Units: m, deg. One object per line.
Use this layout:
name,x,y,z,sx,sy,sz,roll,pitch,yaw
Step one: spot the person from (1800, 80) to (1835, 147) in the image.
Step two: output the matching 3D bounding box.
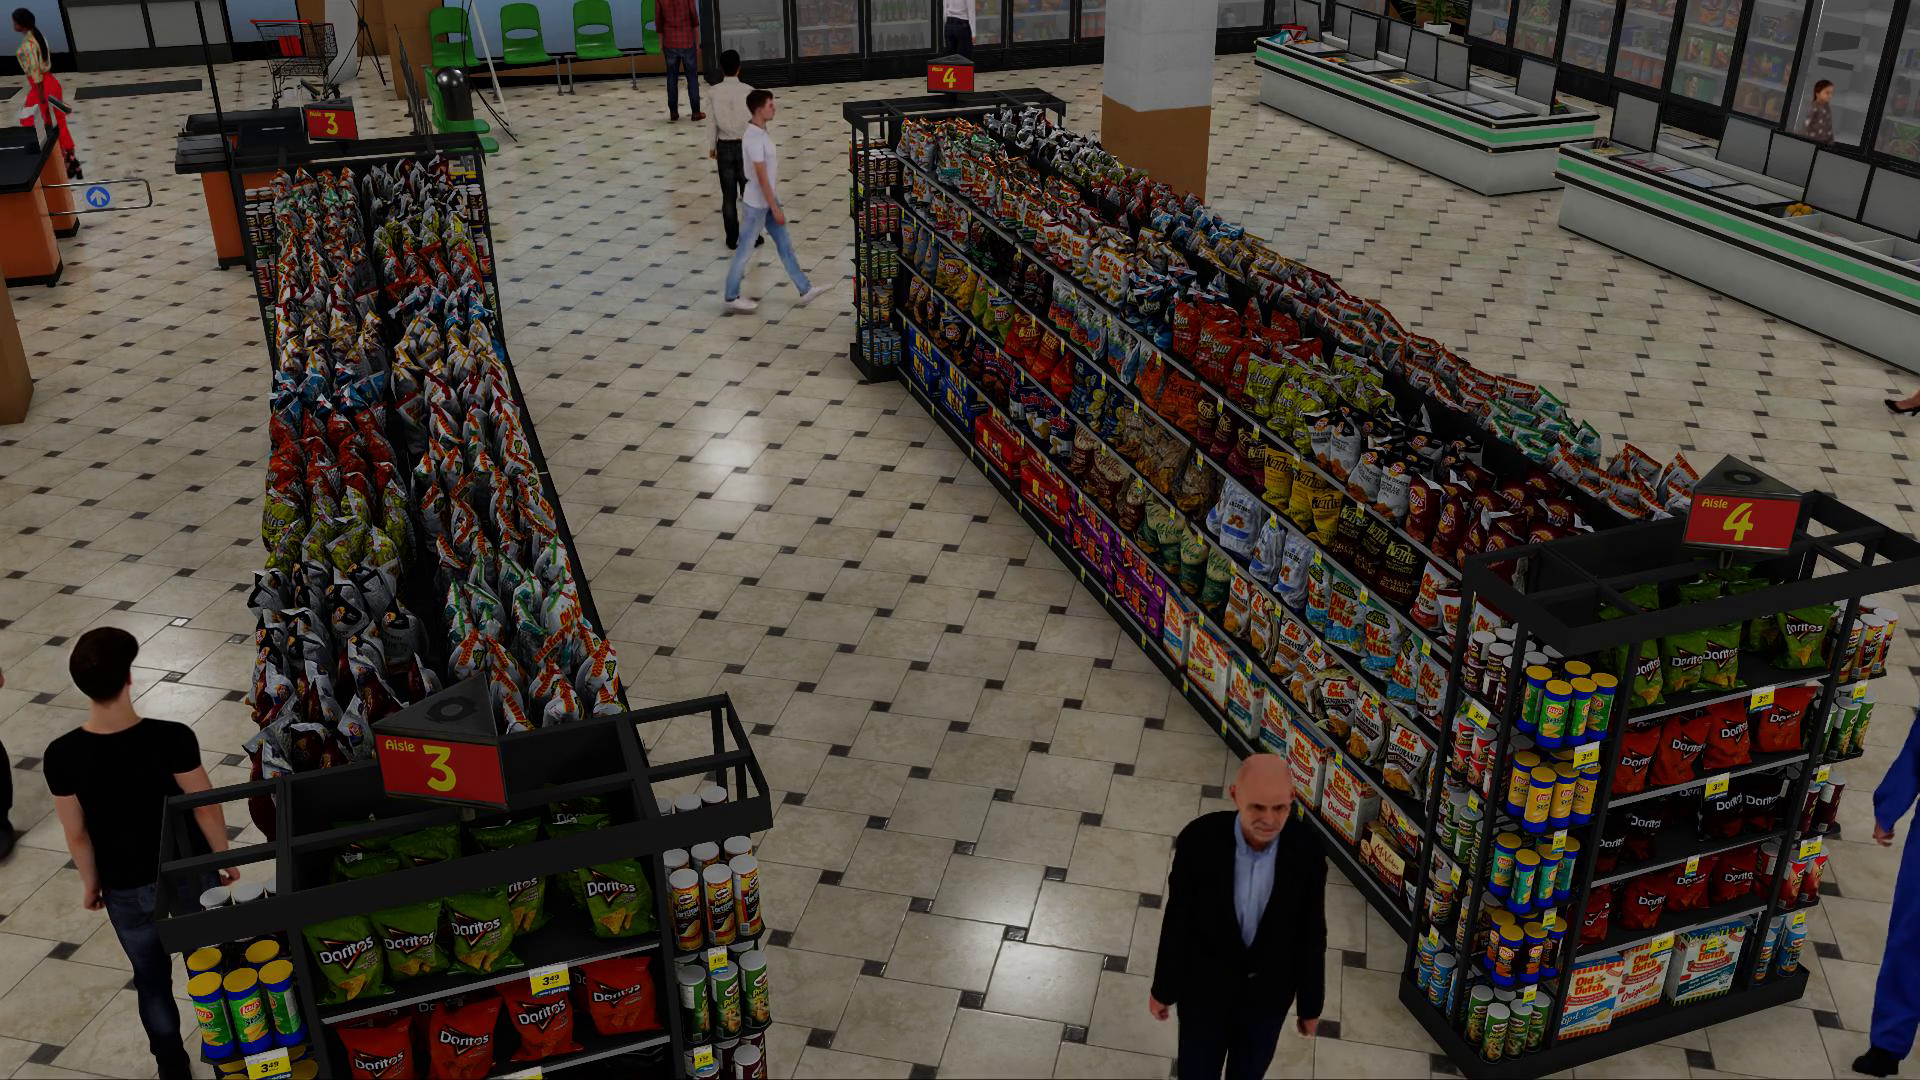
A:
person,8.744,-4.147,17.132,0.582,1.174,0.845,-15,30,-26

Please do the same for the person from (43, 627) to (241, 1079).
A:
person,-2.822,1.172,5.845,0.655,1.897,0.549,-10,28,-18

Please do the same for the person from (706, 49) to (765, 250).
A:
person,-2.066,-3.596,15.340,0.727,1.812,0.674,-1,27,-1

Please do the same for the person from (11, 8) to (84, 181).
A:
person,-9.515,-4.660,17.471,0.758,1.783,0.726,-2,27,-3

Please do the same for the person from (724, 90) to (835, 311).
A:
person,-1.737,-2.729,13.644,1.015,1.801,1.184,1,27,1

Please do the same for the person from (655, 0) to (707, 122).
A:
person,-3.387,-6.005,20.071,0.759,1.831,0.714,2,27,4

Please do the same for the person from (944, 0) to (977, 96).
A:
person,-0.026,-6.387,20.792,0.695,1.860,0.781,18,32,32

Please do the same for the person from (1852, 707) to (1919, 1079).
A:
person,3.734,1.097,6.140,1.278,1.764,1.287,16,31,28

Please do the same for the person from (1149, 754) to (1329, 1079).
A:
person,0.899,1.413,5.484,0.833,1.794,0.852,0,27,1
